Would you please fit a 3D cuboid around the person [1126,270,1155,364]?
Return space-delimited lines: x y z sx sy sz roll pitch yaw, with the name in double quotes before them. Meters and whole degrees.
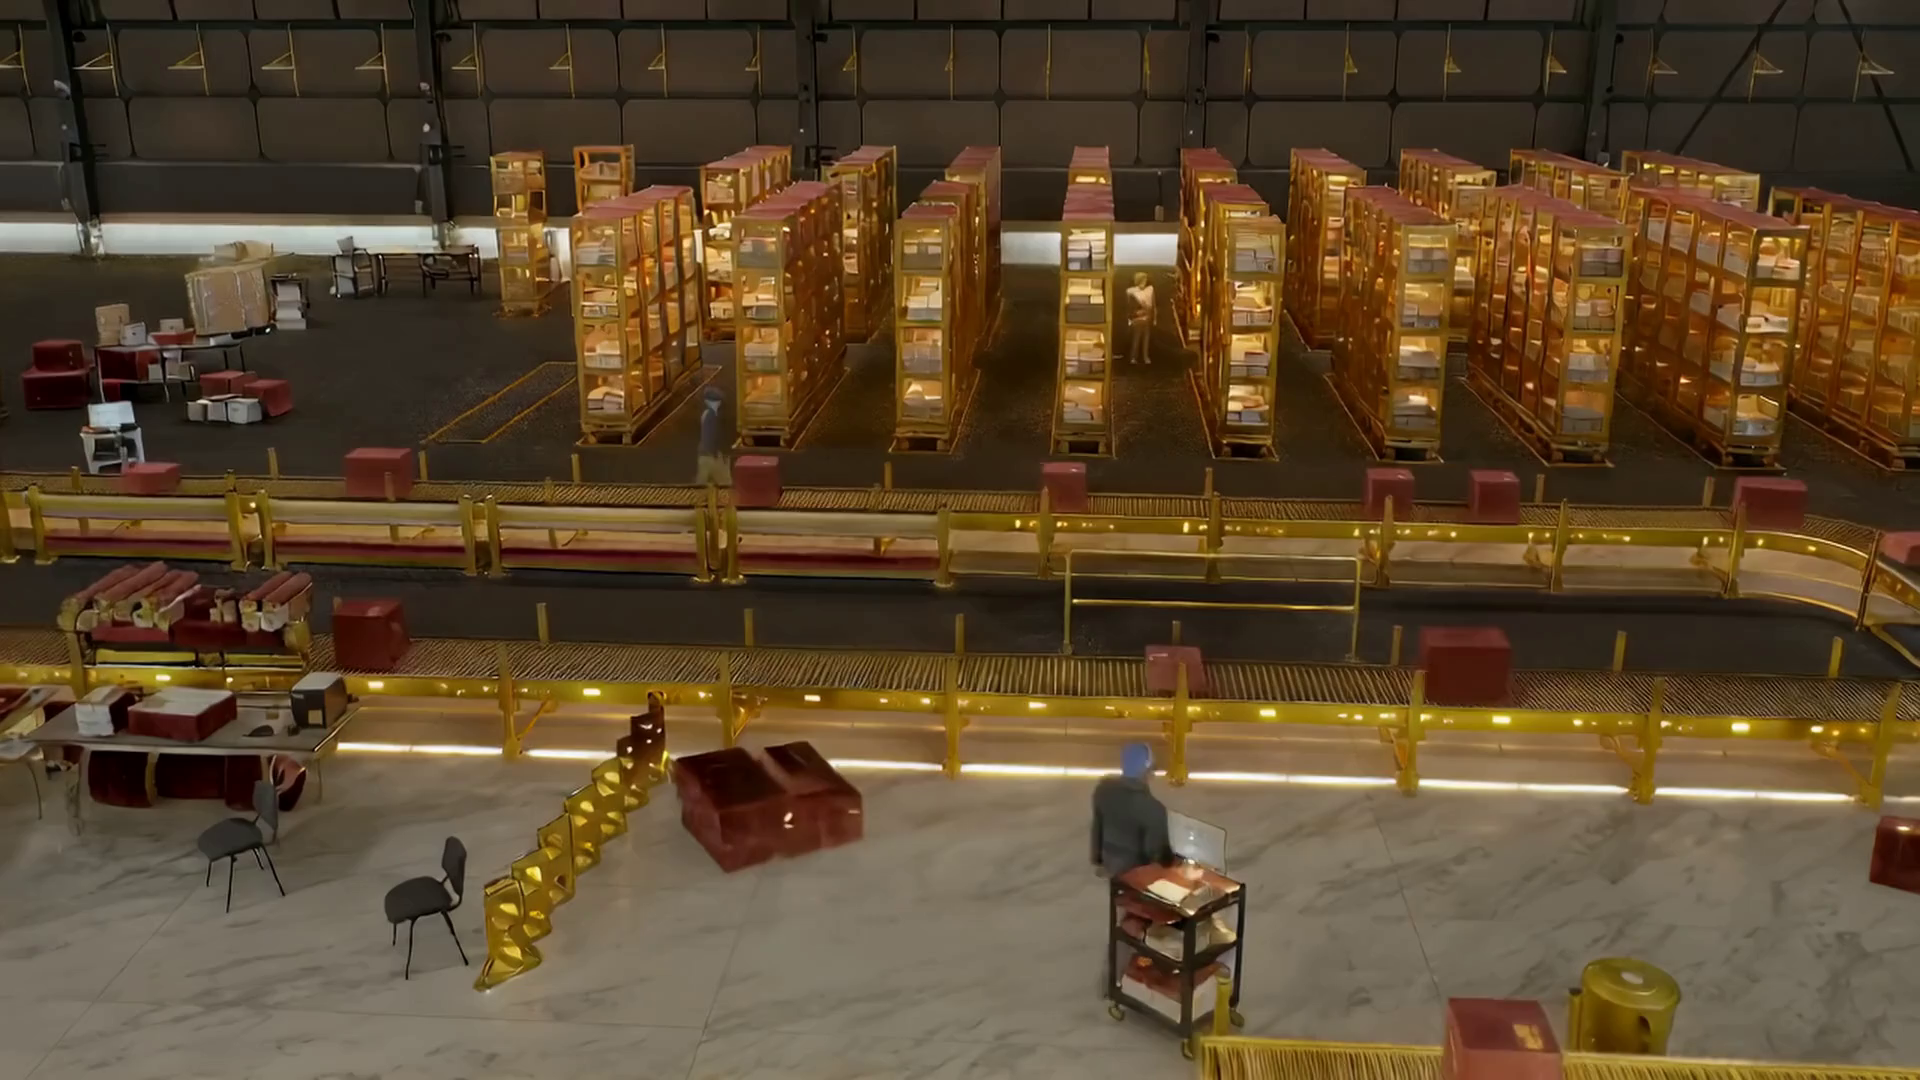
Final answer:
"person" 3.525 -4.349 32.365 0.600 1.830 0.404 -4 18 -13

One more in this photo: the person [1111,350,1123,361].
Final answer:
"person" 2.668 -4.403 32.361 1.044 1.939 0.636 -3 18 -9

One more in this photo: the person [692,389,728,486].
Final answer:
"person" -3.309 -1.190 22.525 0.901 1.722 0.526 3 18 9

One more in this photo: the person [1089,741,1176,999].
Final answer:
"person" 1.249 2.239 11.380 0.677 1.875 0.658 -10 20 -30
